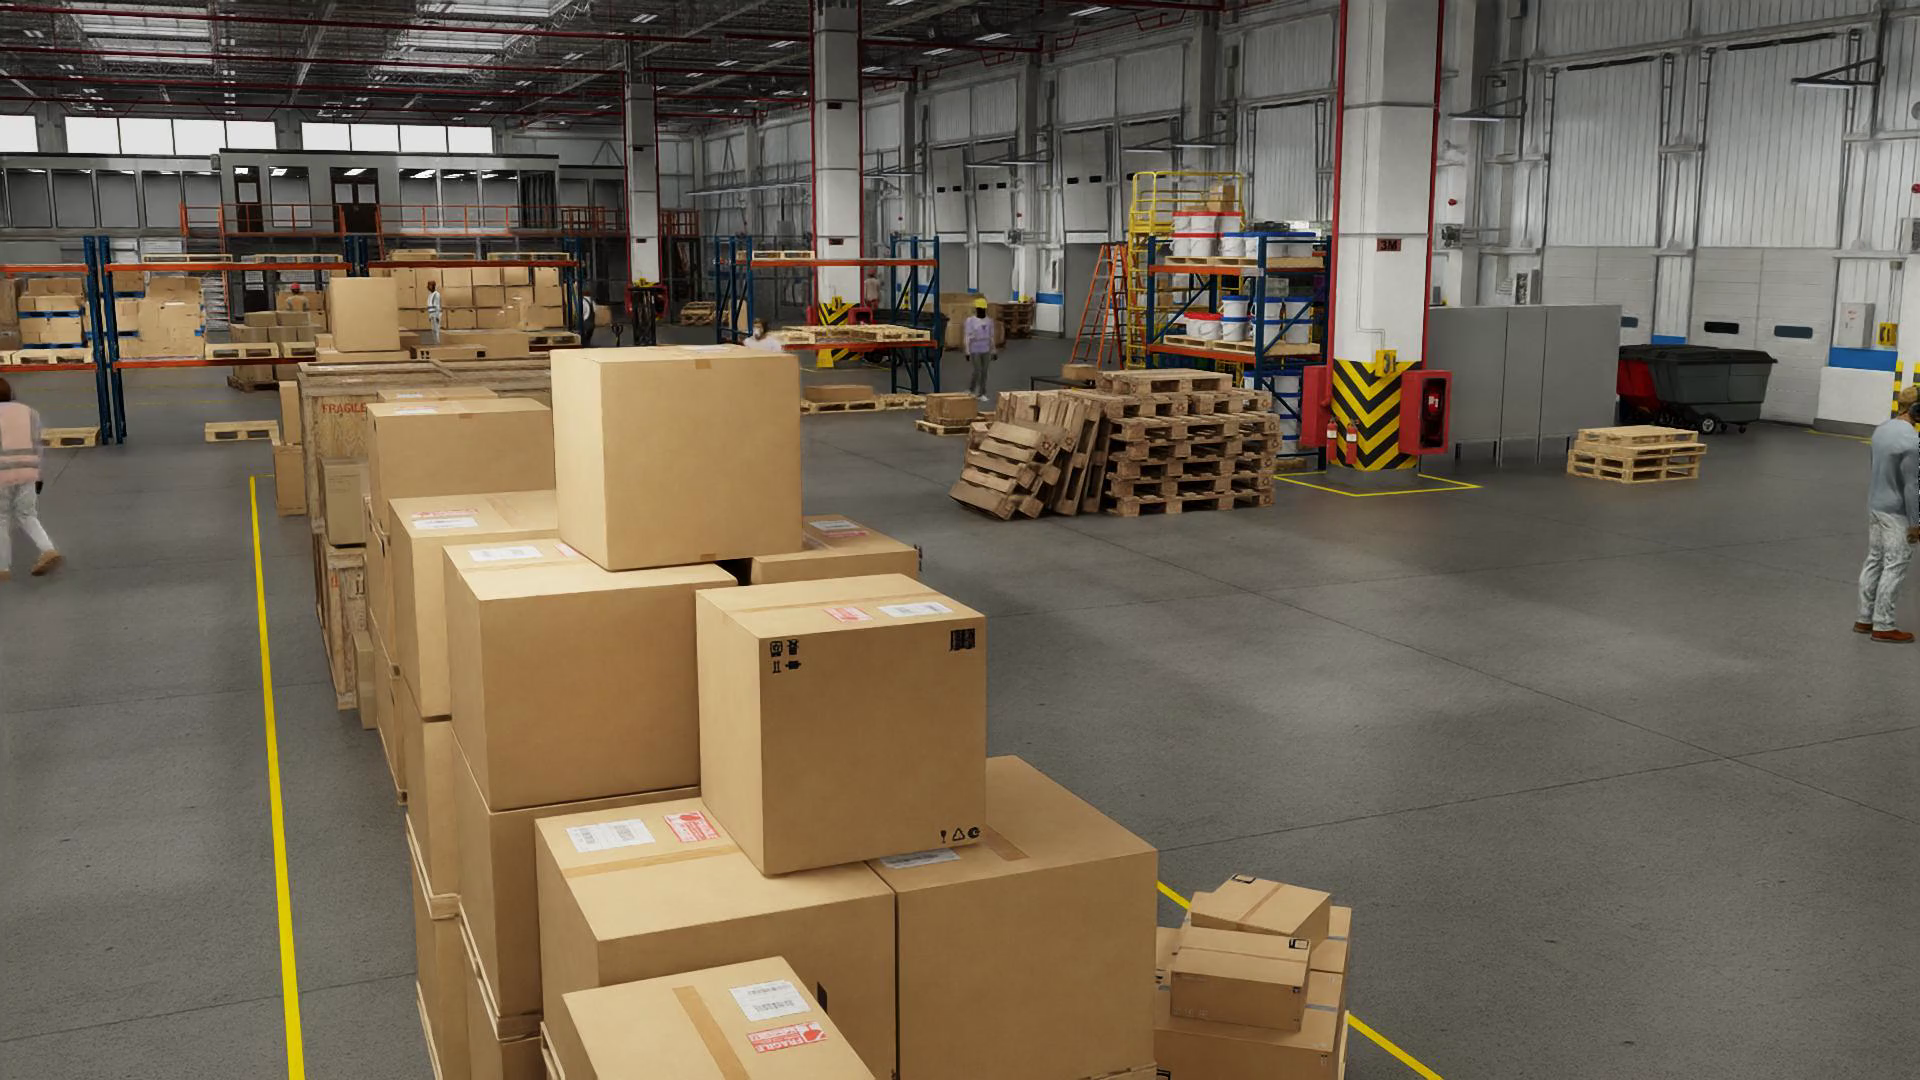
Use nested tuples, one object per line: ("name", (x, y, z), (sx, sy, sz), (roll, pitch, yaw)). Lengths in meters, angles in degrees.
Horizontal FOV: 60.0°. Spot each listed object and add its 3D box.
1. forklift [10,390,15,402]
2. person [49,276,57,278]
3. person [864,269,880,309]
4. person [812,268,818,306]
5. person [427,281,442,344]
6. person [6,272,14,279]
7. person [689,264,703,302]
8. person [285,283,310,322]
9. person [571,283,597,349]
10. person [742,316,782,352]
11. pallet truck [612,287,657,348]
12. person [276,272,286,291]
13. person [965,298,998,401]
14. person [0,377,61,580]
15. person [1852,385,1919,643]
("forklift", (-12.680, -2.103, 20.275), (1.873, 2.768, 1.129), (-4, 11, -23))
("person", (-27.518, -7.101, 50.611), (0.405, 1.869, 0.581), (2, 10, 10))
("person", (-3.016, -8.278, 56.915), (0.609, 1.949, 1.063), (-1, 10, -7))
("person", (-5.258, -9.033, 61.067), (0.552, 1.934, 0.636), (-6, 12, -29))
("person", (-14.059, -5.995, 44.509), (0.352, 1.878, 0.568), (-9, 13, -40))
("person", (-30.406, -7.626, 53.325), (0.376, 1.934, 0.548), (3, 11, 18))
("person", (-12.334, -11.980, 77.701), (0.646, 1.801, 0.783), (-6, 12, -31))
("person", (-16.142, -5.288, 40.514), (0.580, 1.907, 0.809), (-6, 12, -29))
("person", (-8.503, -4.829, 37.616), (0.629, 2.000, 0.693), (3, 11, 16))
("person", (-2.814, -2.153, 23.195), (0.660, 1.917, 0.673), (5, 11, 26))
("pallet truck", (-6.464, -4.406, 35.401), (0.823, 1.965, 1.885), (6, 12, 32))
("person", (-22.211, -7.813, 54.404), (0.375, 1.916, 0.594), (0, 10, 2))
("person", (0.395, -3.493, 30.629), (0.596, 1.911, 0.428), (-7, 12, -33))
("person", (-8.255, -0.525, 14.545), (0.674, 1.809, 0.641), (7, 12, 33))
("person", (6.959, -0.190, 12.374), (0.367, 1.926, 0.638), (1, 10, 4))
